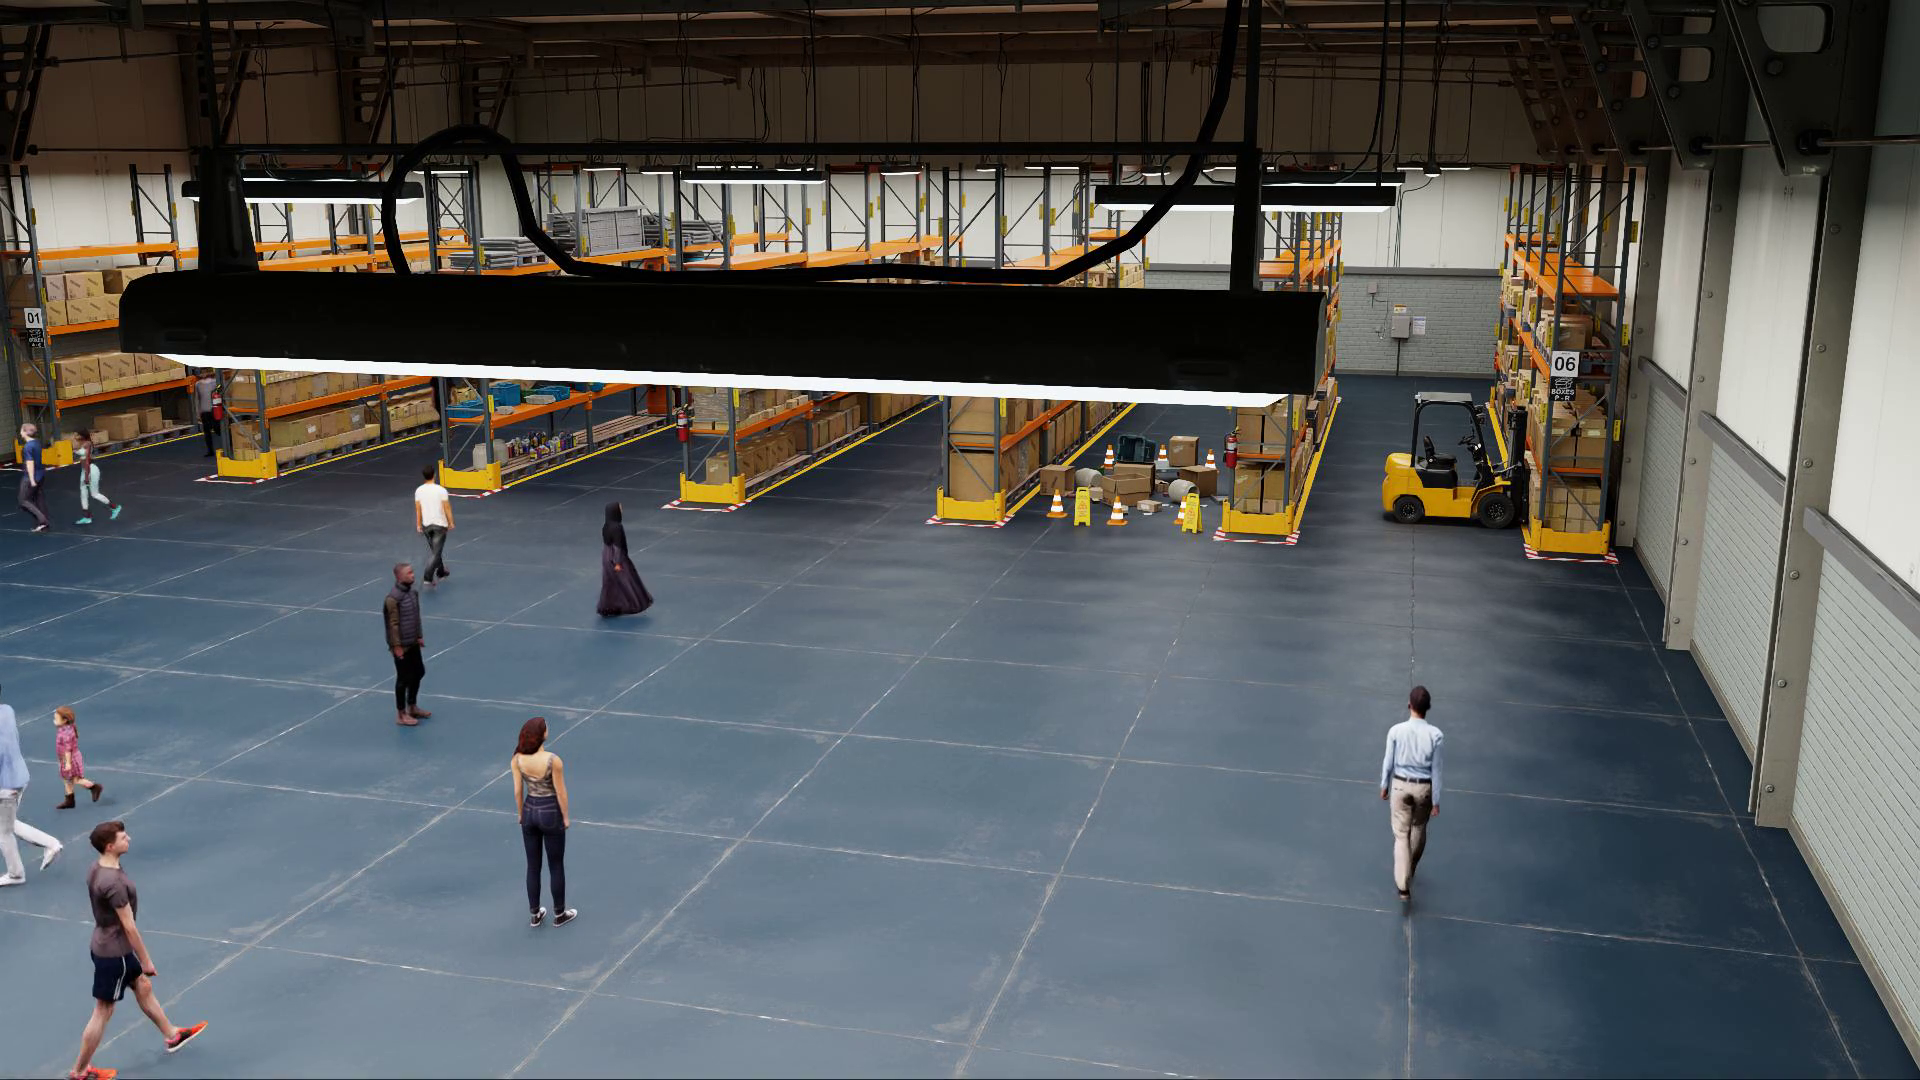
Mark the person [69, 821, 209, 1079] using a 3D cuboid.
[{"bbox_3d":[-5.799,2.829,11.229,1.252,1.803,1.113,-10,16,-37],"label":"person"}]

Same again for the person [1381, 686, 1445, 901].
[{"bbox_3d":[3.812,2.174,14.047,0.652,1.806,1.209,3,13,13],"label":"person"}]

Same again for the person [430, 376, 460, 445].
[{"bbox_3d":[-11.242,-2.950,36.170,0.792,1.808,1.242,1,13,6],"label":"person"}]

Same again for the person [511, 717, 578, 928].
[{"bbox_3d":[-3.413,2.297,13.599,0.617,1.769,0.545,2,13,11],"label":"person"}]

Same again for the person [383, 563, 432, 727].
[{"bbox_3d":[-6.165,1.143,18.441,0.746,1.834,0.498,3,13,14],"label":"person"}]

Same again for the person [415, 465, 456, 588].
[{"bbox_3d":[-7.698,-0.172,24.258,0.714,1.770,1.163,2,13,10],"label":"person"}]

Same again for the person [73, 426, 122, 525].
[{"bbox_3d":[-14.817,-1.114,28.482,0.798,1.701,0.994,11,17,40],"label":"person"}]

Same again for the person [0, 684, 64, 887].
[{"bbox_3d":[-8.135,2.074,14.336,0.905,1.871,0.883,-3,13,-11],"label":"person"}]

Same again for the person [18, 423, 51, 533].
[{"bbox_3d":[-15.352,-1.018,27.725,0.836,1.855,0.743,-1,13,-6],"label":"person"}]

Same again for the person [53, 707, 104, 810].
[{"bbox_3d":[-8.564,2.111,16.089,0.704,1.009,0.633,-8,15,-31],"label":"person"}]

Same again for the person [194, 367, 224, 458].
[{"bbox_3d":[-15.726,-2.720,34.966,0.911,1.905,1.086,0,13,0],"label":"person"}]

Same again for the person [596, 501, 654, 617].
[{"bbox_3d":[-4.769,0.263,22.725,1.092,1.615,1.009,-8,15,-32],"label":"person"}]
